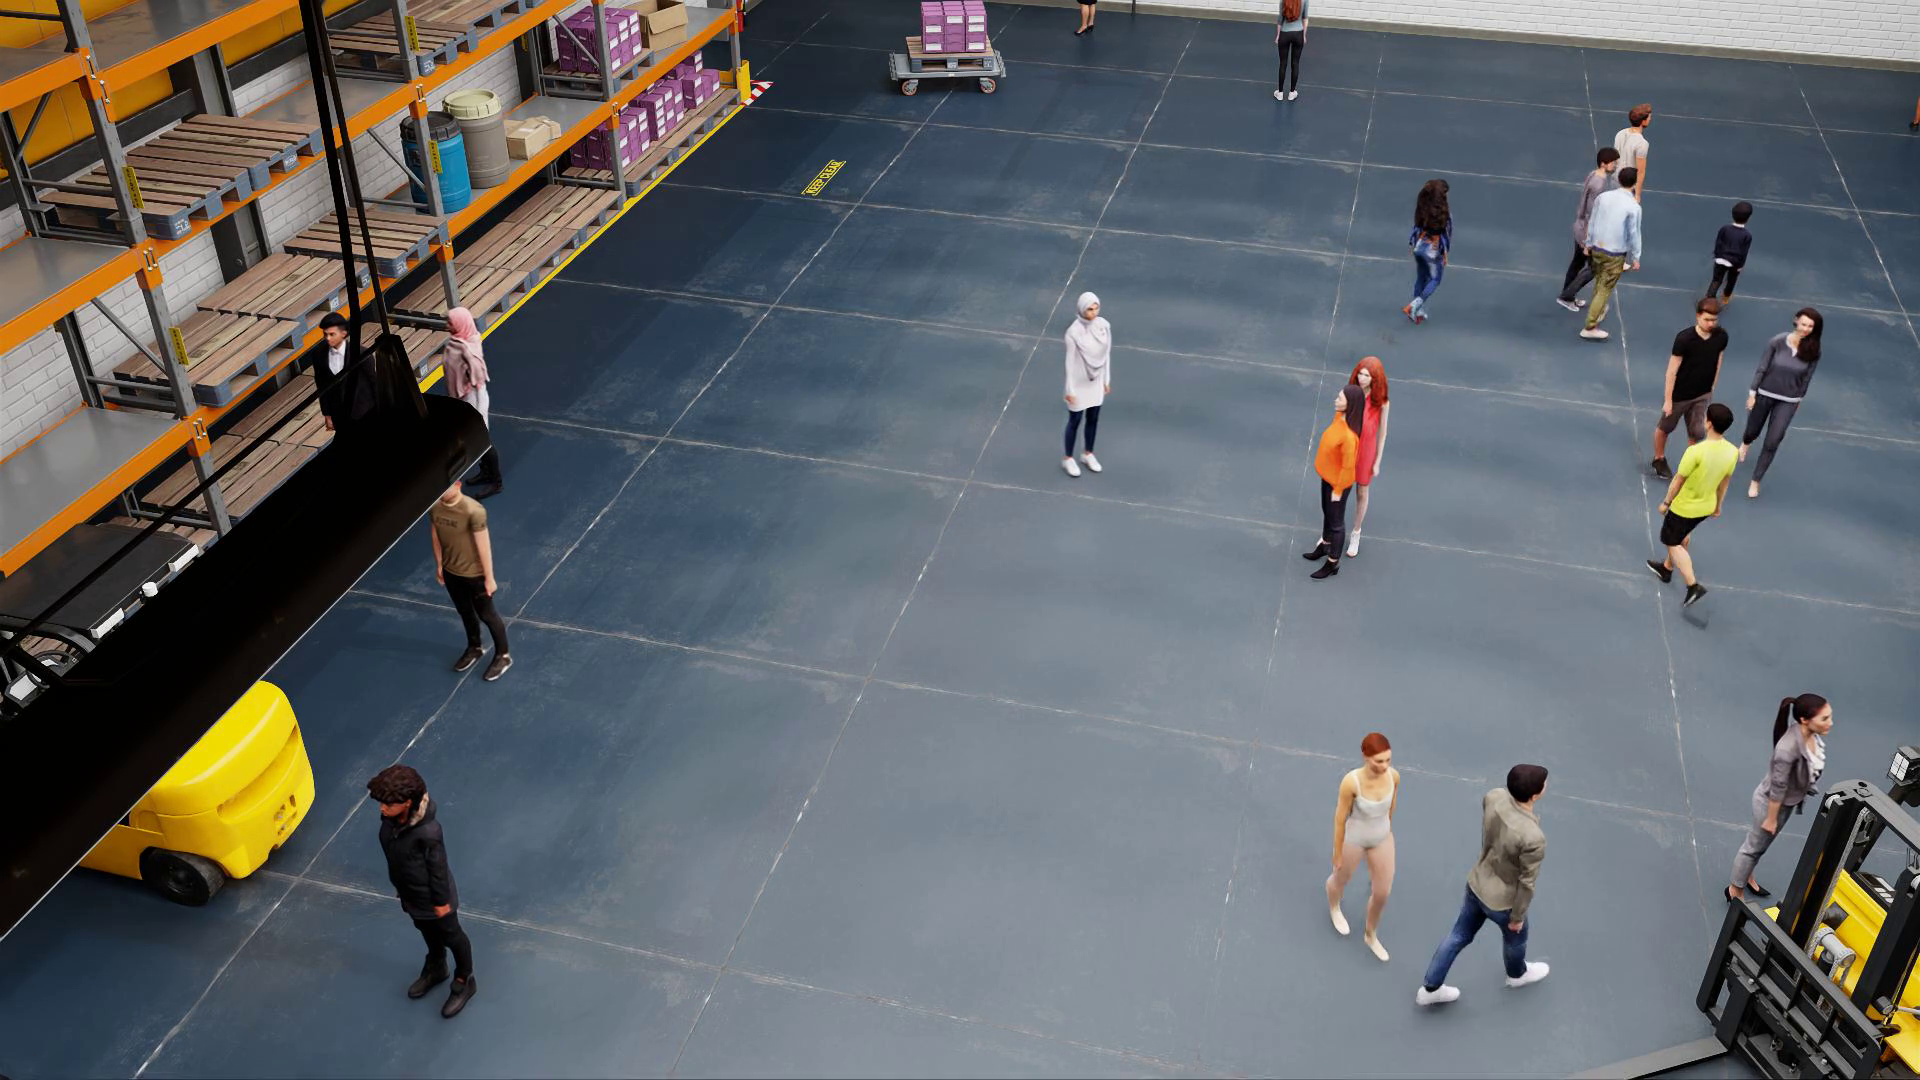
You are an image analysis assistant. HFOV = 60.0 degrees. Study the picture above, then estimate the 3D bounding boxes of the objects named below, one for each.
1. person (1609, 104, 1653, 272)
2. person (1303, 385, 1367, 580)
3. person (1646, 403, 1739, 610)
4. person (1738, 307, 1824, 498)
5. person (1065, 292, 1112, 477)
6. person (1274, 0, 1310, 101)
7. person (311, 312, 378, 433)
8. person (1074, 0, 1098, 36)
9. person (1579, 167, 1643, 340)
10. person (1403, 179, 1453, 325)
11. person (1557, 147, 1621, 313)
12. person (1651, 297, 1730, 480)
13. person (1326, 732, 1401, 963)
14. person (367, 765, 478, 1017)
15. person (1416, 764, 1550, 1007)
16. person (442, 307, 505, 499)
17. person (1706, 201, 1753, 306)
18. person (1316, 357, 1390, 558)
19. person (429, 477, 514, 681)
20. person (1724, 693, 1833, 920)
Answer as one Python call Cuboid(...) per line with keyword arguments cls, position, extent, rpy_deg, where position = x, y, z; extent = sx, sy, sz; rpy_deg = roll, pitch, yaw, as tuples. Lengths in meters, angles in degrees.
Cuboid(cls="person", position=(7.422, -3.950, 18.596), extent=(0.796, 1.898, 0.701), rpy_deg=(-12, 35, -17))
Cuboid(cls="person", position=(3.071, -0.491, 13.528), extent=(0.733, 1.748, 0.575), rpy_deg=(0, 34, 0))
Cuboid(cls="person", position=(5.881, -0.258, 13.231), extent=(0.957, 1.687, 1.106), rpy_deg=(-10, 35, -14))
Cuboid(cls="person", position=(7.220, -1.295, 14.735), extent=(0.712, 1.750, 1.031), rpy_deg=(14, 36, 21))
Cuboid(cls="person", position=(1.126, -1.407, 14.881), extent=(0.683, 1.775, 0.736), rpy_deg=(-17, 37, -23))
Cuboid(cls="person", position=(4.672, -7.086, 23.455), extent=(0.603, 1.743, 0.579), rpy_deg=(4, 34, 6))
Cuboid(cls="person", position=(-5.219, -1.112, 14.341), extent=(0.746, 1.882, 0.623), rpy_deg=(2, 34, 3))
Cuboid(cls="person", position=(1.996, -8.784, 26.071), extent=(0.847, 1.675, 0.707), rpy_deg=(23, 40, 30))
Cuboid(cls="person", position=(6.664, -2.953, 17.197), extent=(1.088, 1.787, 1.025), rpy_deg=(-17, 37, -24))
Cuboid(cls="person", position=(4.864, -2.972, 17.388), extent=(0.870, 1.607, 0.795), rpy_deg=(-26, 42, -33))
Cuboid(cls="person", position=(6.592, -3.272, 17.627), extent=(0.801, 1.841, 0.666), rpy_deg=(3, 34, 4))
Cuboid(cls="person", position=(6.419, -1.351, 14.750), extent=(0.913, 1.828, 1.155), rpy_deg=(-4, 34, -6))
Cuboid(cls="person", position=(2.434, 1.786, 10.211), extent=(0.768, 1.627, 0.859), rpy_deg=(-8, 34, -11))
Cuboid(cls="person", position=(-3.131, 2.013, 9.737), extent=(0.683, 1.774, 0.671), rpy_deg=(19, 38, 26))
Cuboid(cls="person", position=(3.036, 2.048, 9.644), extent=(1.188, 1.819, 1.203), rpy_deg=(-12, 35, -17))
Cuboid(cls="person", position=(-4.258, -1.214, 14.566), extent=(0.785, 1.803, 0.721), rpy_deg=(-17, 37, -24))
Cuboid(cls="person", position=(8.211, -3.001, 17.798), extent=(0.694, 1.201, 0.910), rpy_deg=(22, 39, 29))
Cuboid(cls="person", position=(3.276, -0.704, 13.777), extent=(0.652, 1.827, 0.612), rpy_deg=(20, 38, 27))
Cuboid(cls="person", position=(-3.668, 0.207, 12.389), extent=(0.695, 1.847, 0.624), rpy_deg=(15, 37, 22))
Cuboid(cls="person", position=(5.108, 1.632, 10.397), extent=(0.774, 1.678, 0.672), rpy_deg=(26, 42, 33))
